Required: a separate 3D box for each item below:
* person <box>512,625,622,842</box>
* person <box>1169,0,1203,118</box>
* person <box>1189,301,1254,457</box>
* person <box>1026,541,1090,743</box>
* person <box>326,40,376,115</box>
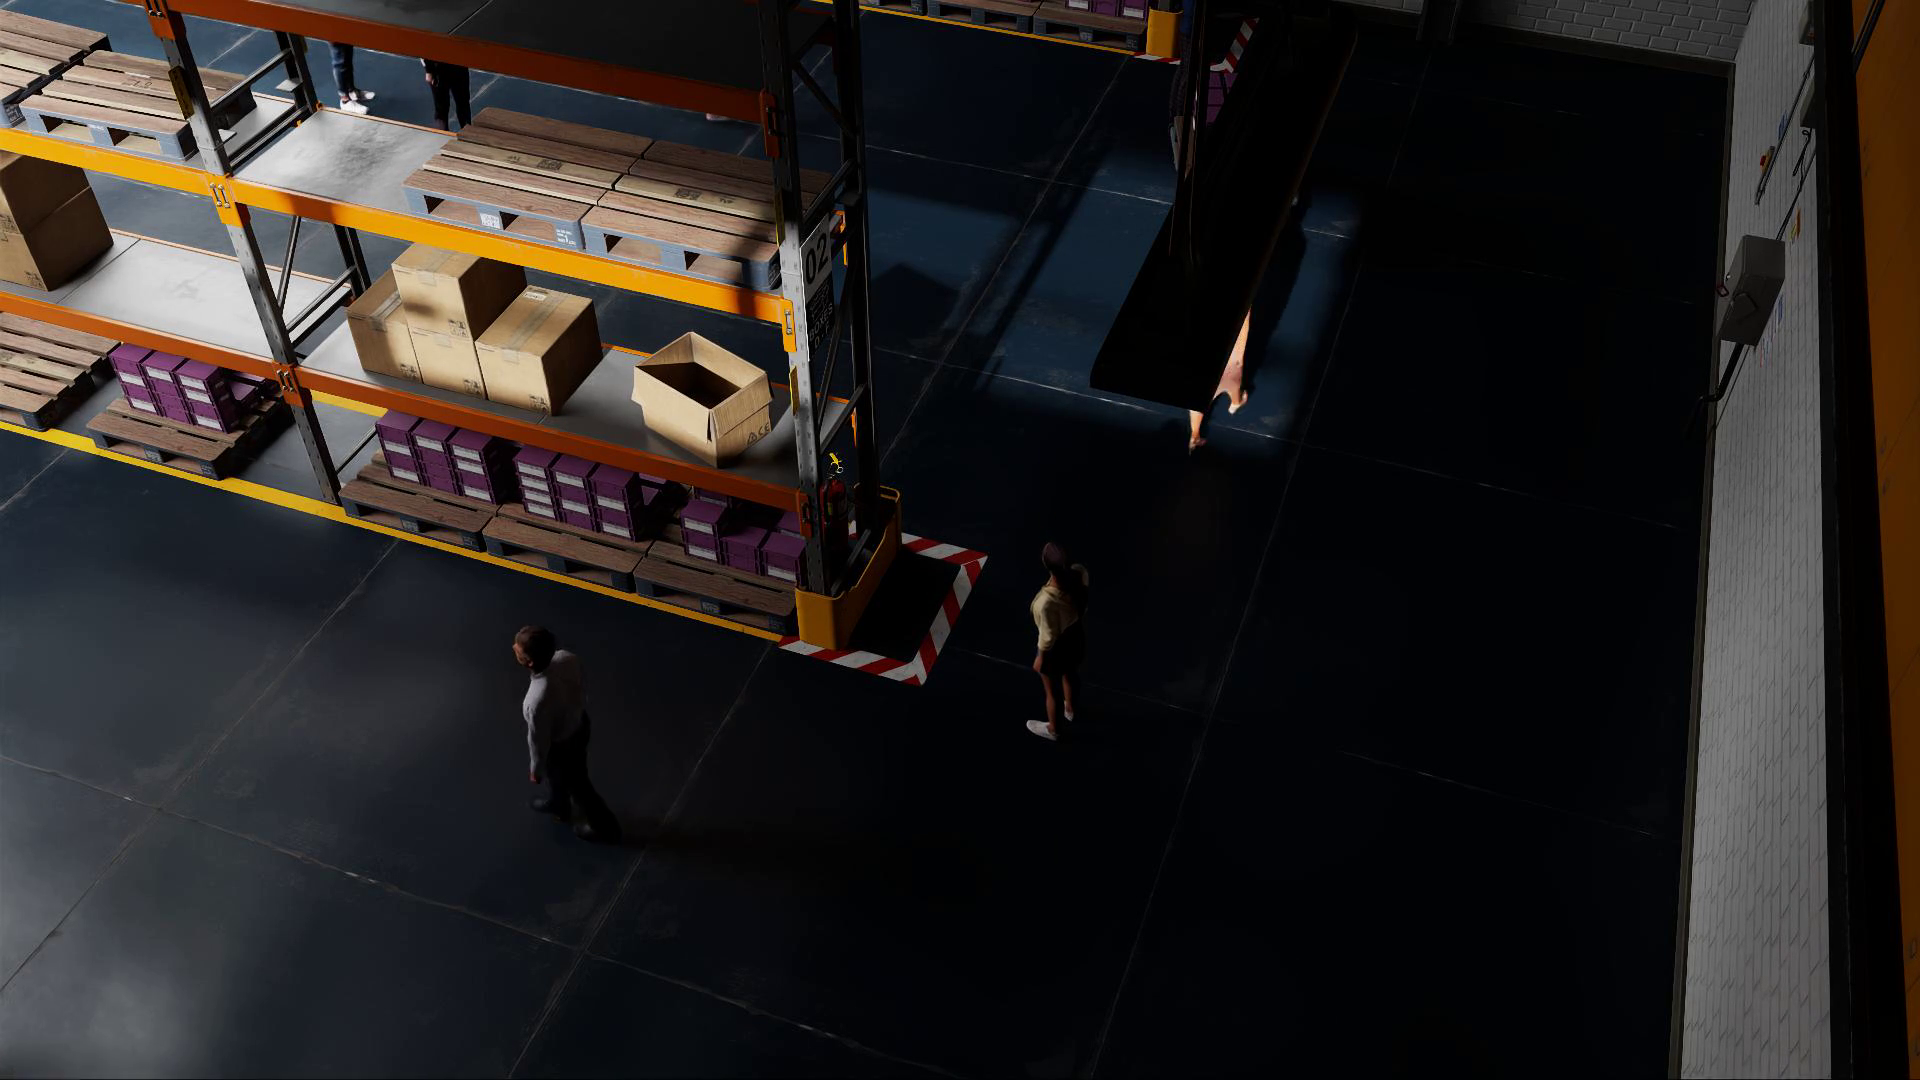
[{"bbox_3d":[-2.216,1.167,9.652,0.930,1.804,0.780,6,44,6],"label":"person"},{"bbox_3d":[2.242,-4.842,15.911,0.702,1.871,0.735,-4,44,-4],"label":"person"},{"bbox_3d":[1.872,-1.382,12.332,1.038,1.797,0.841,25,49,24],"label":"person"},{"bbox_3d":[0.625,0.629,10.342,0.642,1.630,0.691,27,50,25],"label":"person"},{"bbox_3d":[-6.101,-5.066,16.190,0.744,1.811,0.778,-2,44,-2],"label":"person"}]
